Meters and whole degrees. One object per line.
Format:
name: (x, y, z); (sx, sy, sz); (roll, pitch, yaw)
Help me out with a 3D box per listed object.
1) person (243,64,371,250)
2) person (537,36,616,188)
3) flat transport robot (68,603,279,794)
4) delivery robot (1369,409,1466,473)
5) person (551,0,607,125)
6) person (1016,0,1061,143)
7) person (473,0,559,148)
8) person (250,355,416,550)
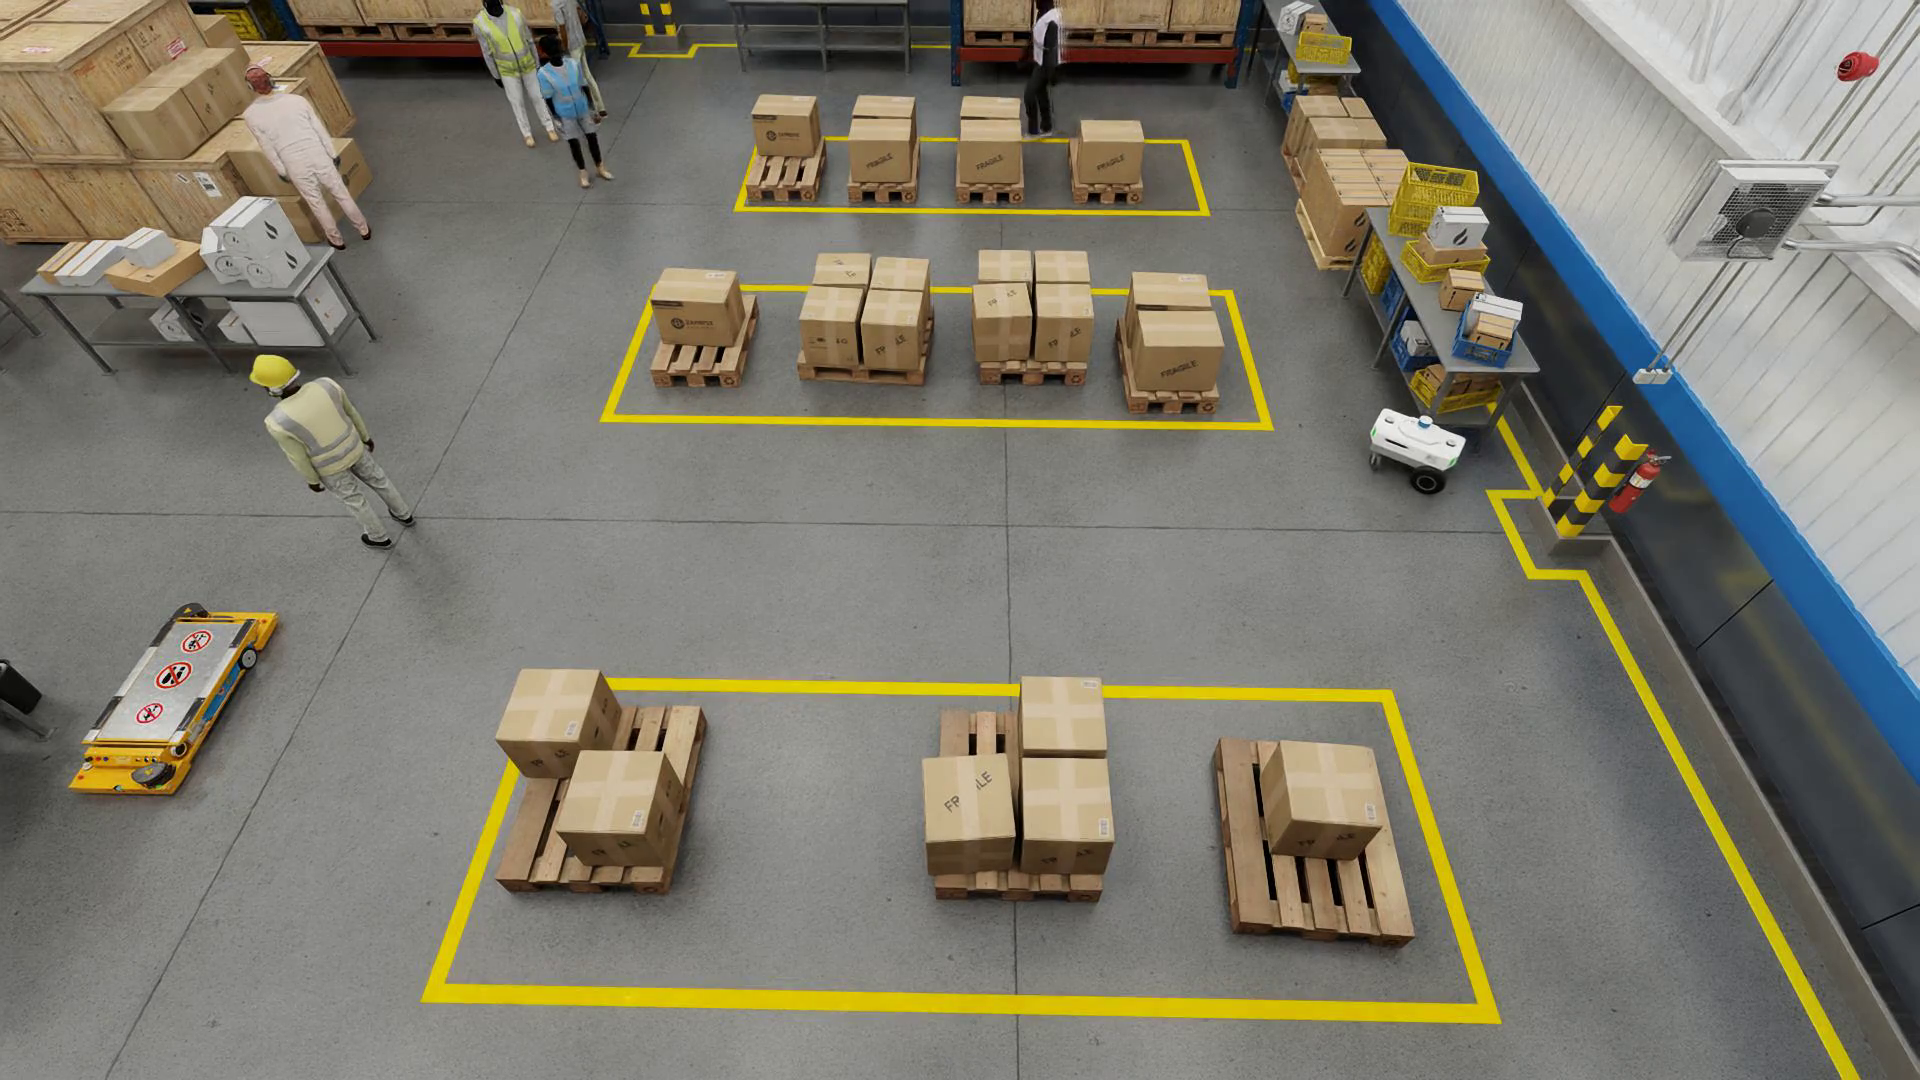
person: (-6.917, -4.012, 9.680); (0.641, 1.908, 0.409); (-34, 58, -25)
person: (-4.478, -4.948, 10.619); (0.565, 1.675, 0.352); (-33, 57, -25)
flat transport robot: (-5.504, 1.072, 6.442); (0.652, 0.197, 1.431); (1, 50, 1)
delivery robot: (3.887, -0.850, 7.825); (0.707, 0.478, 0.477); (27, 55, 21)
person: (-4.911, -6.246, 11.609); (0.351, 1.854, 0.519); (3, 50, 2)
person: (0.947, -5.852, 11.247); (0.600, 1.897, 0.598); (-4, 50, -3)
person: (-5.433, -5.771, 11.220); (0.619, 1.836, 0.431); (-28, 55, -22)
person: (-4.697, -0.650, 6.881); (0.404, 1.834, 0.599); (17, 52, 14)
